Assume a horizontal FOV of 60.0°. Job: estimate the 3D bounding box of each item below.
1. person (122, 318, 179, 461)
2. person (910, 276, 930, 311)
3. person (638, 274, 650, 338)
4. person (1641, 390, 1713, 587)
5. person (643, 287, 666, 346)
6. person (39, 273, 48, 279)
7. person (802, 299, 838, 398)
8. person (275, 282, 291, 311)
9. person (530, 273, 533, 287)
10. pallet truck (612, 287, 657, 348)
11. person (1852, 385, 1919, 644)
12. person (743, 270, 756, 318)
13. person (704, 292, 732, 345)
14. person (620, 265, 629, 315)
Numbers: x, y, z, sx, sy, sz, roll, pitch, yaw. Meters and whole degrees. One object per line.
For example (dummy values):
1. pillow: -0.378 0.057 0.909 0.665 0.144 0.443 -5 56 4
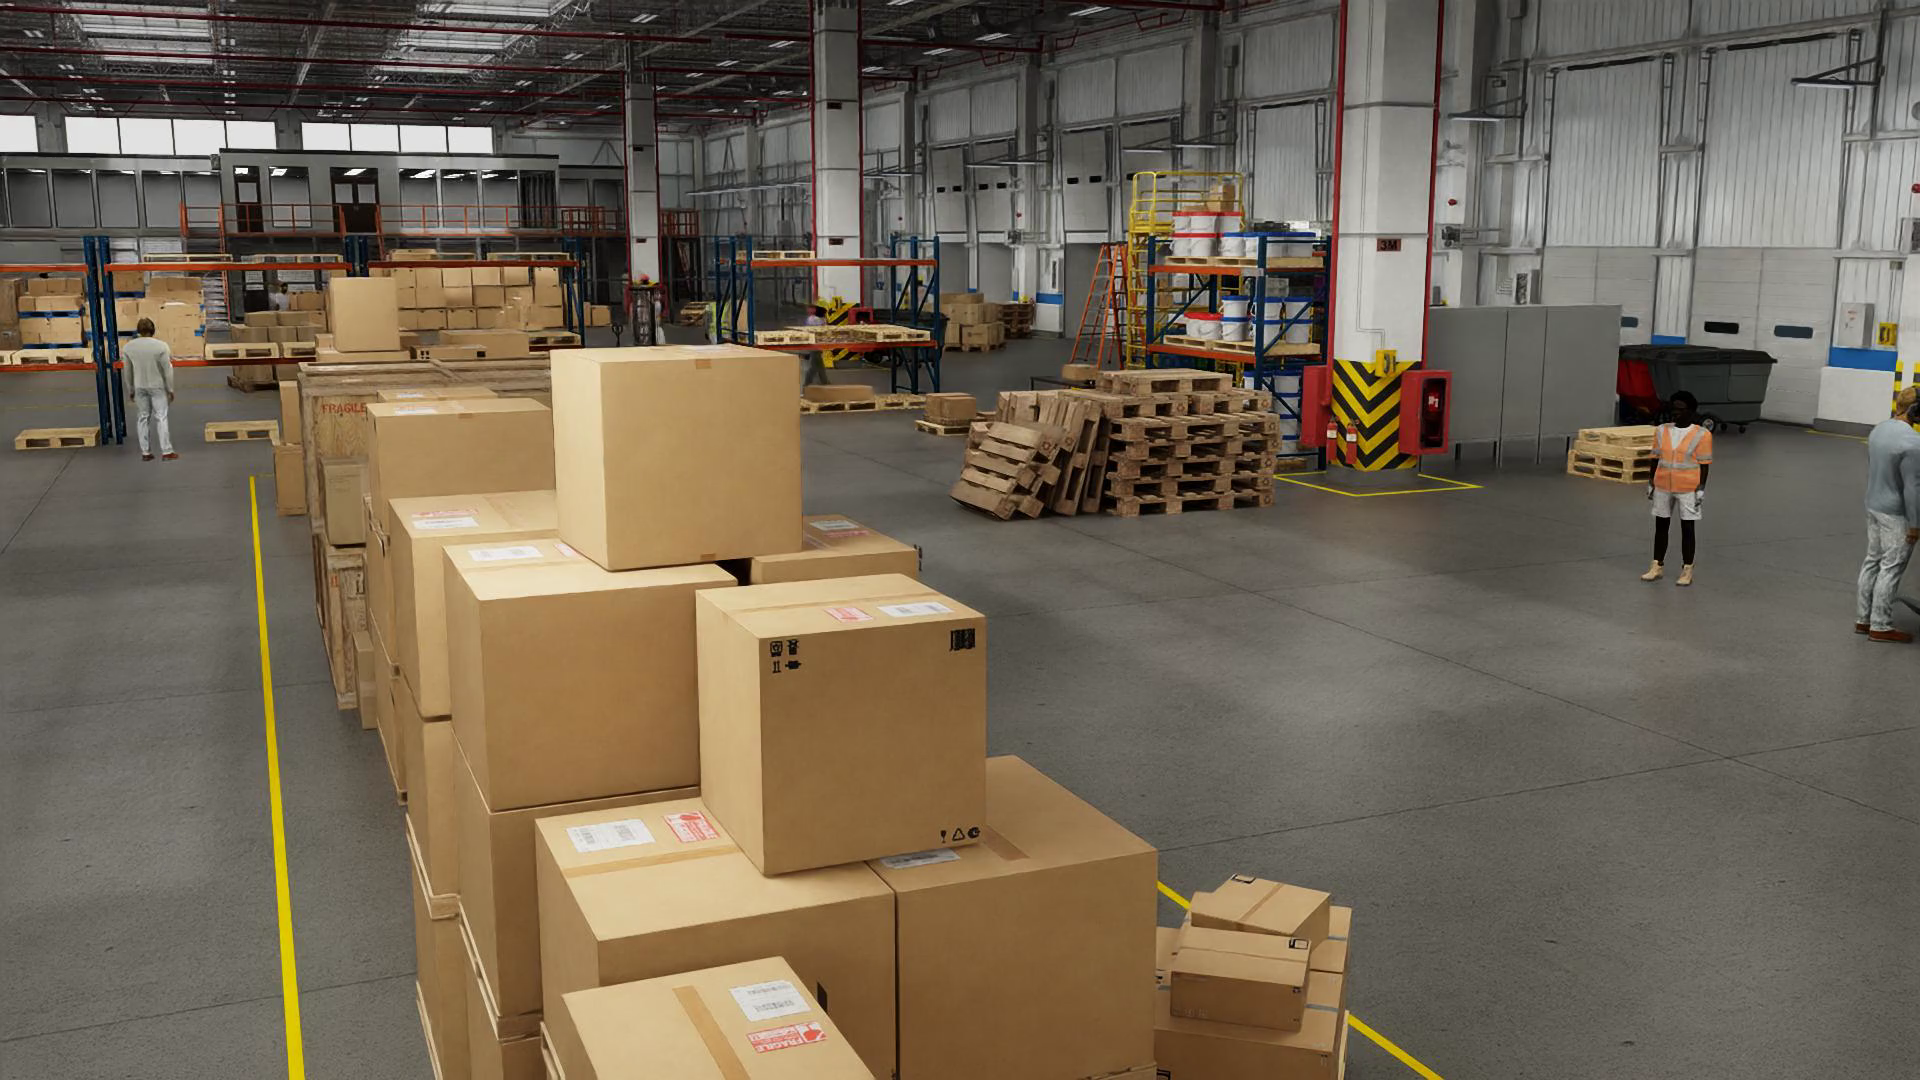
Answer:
1. person: -10.921 -2.024 22.438 0.628 1.940 0.377 0 10 -2
2. person: -1.158 -6.913 49.517 0.591 1.883 0.943 3 11 19
3. person: -9.438 -7.011 49.965 0.565 1.922 0.419 5 12 28
4. person: 6.220 -0.450 14.429 0.317 1.696 0.538 -10 14 -43
5. person: -6.812 -4.729 37.436 0.927 1.897 0.647 5 11 26
6. person: -29.226 -7.606 53.284 0.616 1.901 1.031 4 11 19
7. person: -2.579 -3.549 31.040 0.940 1.865 0.589 3 11 18
8. person: -18.416 -6.099 45.197 0.894 1.841 0.534 6 12 31
9. person: -15.985 -9.126 62.199 0.512 1.699 0.861 9 14 41
10. pallet truck: -6.464 -4.406 35.401 0.823 1.965 1.885 6 12 32
11. person: 6.936 -0.188 12.358 0.373 1.928 0.638 0 10 1
12. person: -8.016 -9.254 62.689 0.687 1.801 0.432 -7 12 -34
13. person: -5.424 -4.667 37.366 0.654 1.802 0.901 -2 10 -10
14. person: -12.969 -9.725 64.864 0.606 1.943 0.403 2 11 12
